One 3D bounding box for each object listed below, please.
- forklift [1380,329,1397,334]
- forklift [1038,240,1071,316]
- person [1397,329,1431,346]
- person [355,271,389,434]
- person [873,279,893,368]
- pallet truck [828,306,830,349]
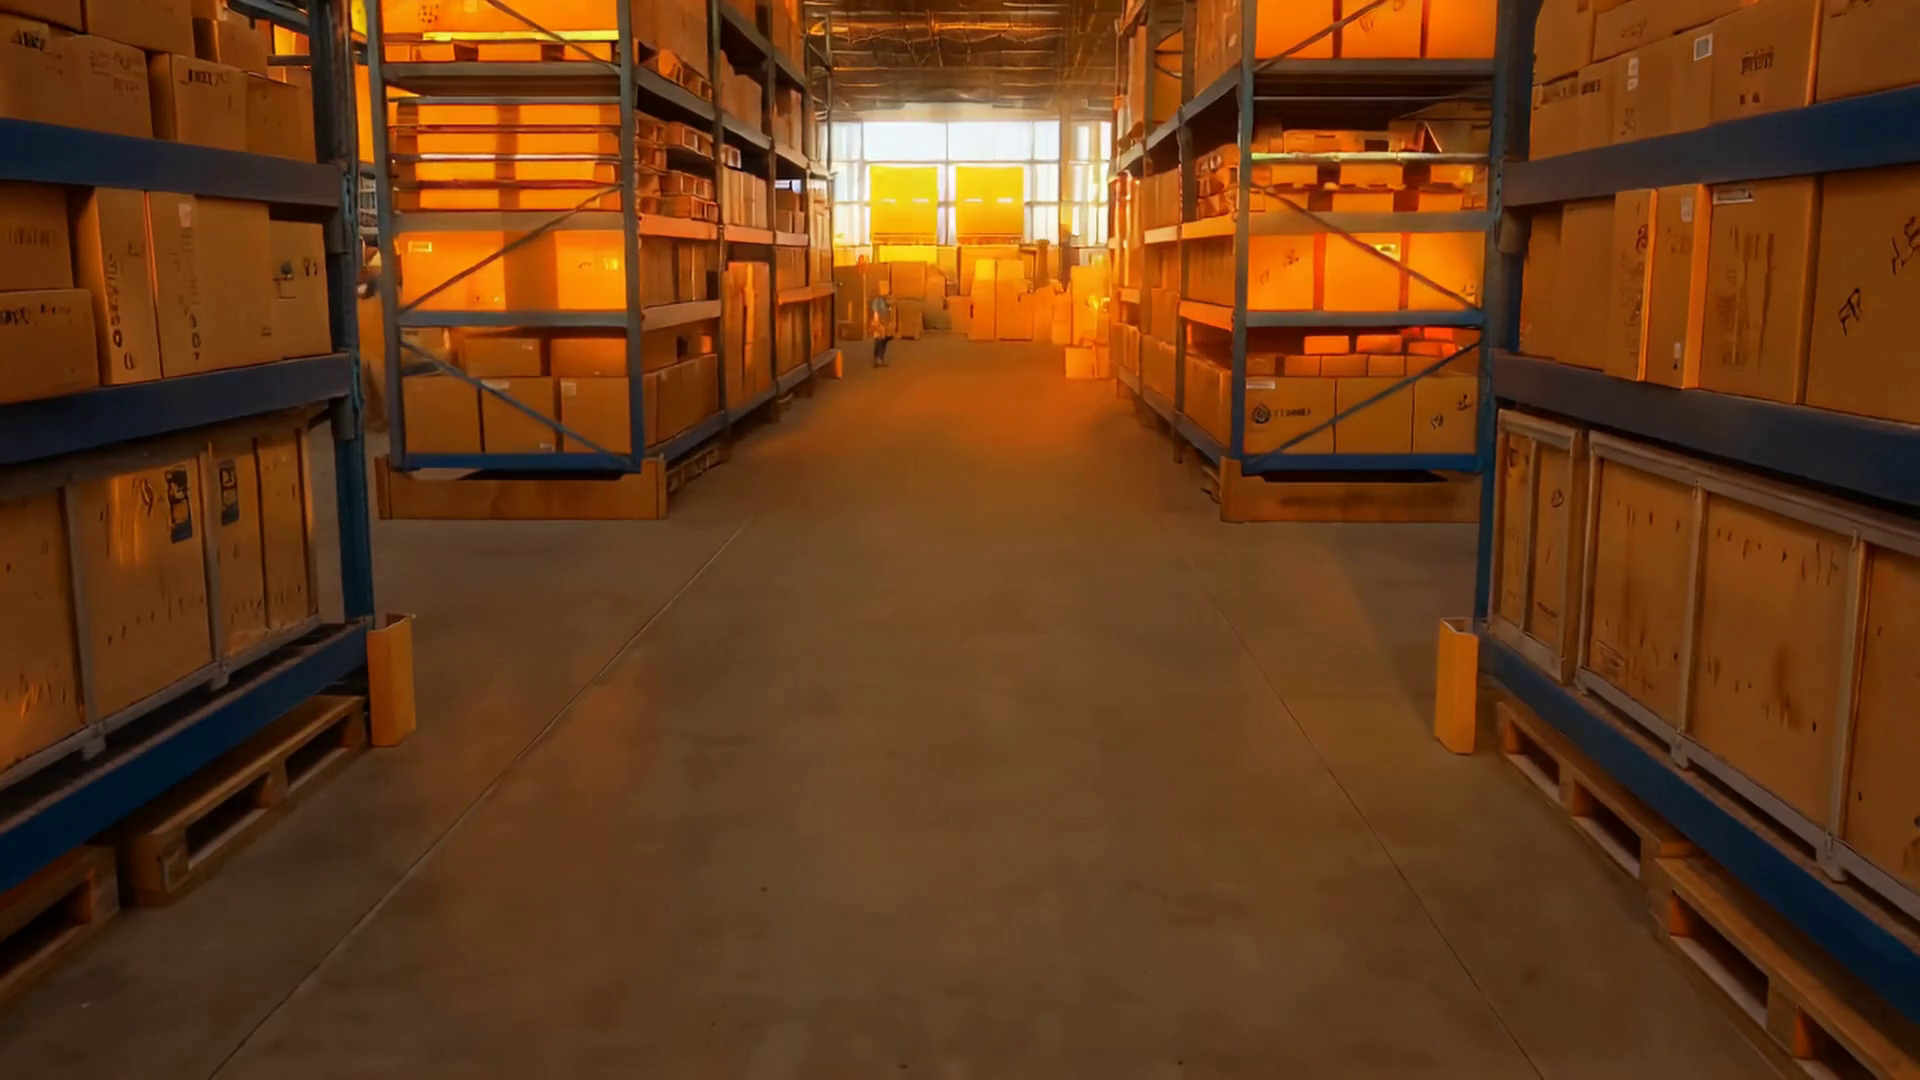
[{"bbox_3d":[6.591,-4.035,27.732,1.129,2.768,1.873,0,9,1],"label":"forklift"},{"bbox_3d":[3.045,-9.439,60.101,1.873,2.768,1.129,1,10,8],"label":"forklift"},{"bbox_3d":[10.901,-5.619,40.250,0.983,1.867,0.608,-2,10,-12],"label":"person"},{"bbox_3d":[-6.955,-2.172,19.470,0.666,1.906,0.831,2,10,12],"label":"person"},{"bbox_3d":[-1.484,-4.154,31.978,0.321,1.697,0.530,4,10,25],"label":"person"},{"bbox_3d":[-3.100,-3.940,29.800,1.885,1.965,0.823,3,10,19],"label":"pallet truck"}]
